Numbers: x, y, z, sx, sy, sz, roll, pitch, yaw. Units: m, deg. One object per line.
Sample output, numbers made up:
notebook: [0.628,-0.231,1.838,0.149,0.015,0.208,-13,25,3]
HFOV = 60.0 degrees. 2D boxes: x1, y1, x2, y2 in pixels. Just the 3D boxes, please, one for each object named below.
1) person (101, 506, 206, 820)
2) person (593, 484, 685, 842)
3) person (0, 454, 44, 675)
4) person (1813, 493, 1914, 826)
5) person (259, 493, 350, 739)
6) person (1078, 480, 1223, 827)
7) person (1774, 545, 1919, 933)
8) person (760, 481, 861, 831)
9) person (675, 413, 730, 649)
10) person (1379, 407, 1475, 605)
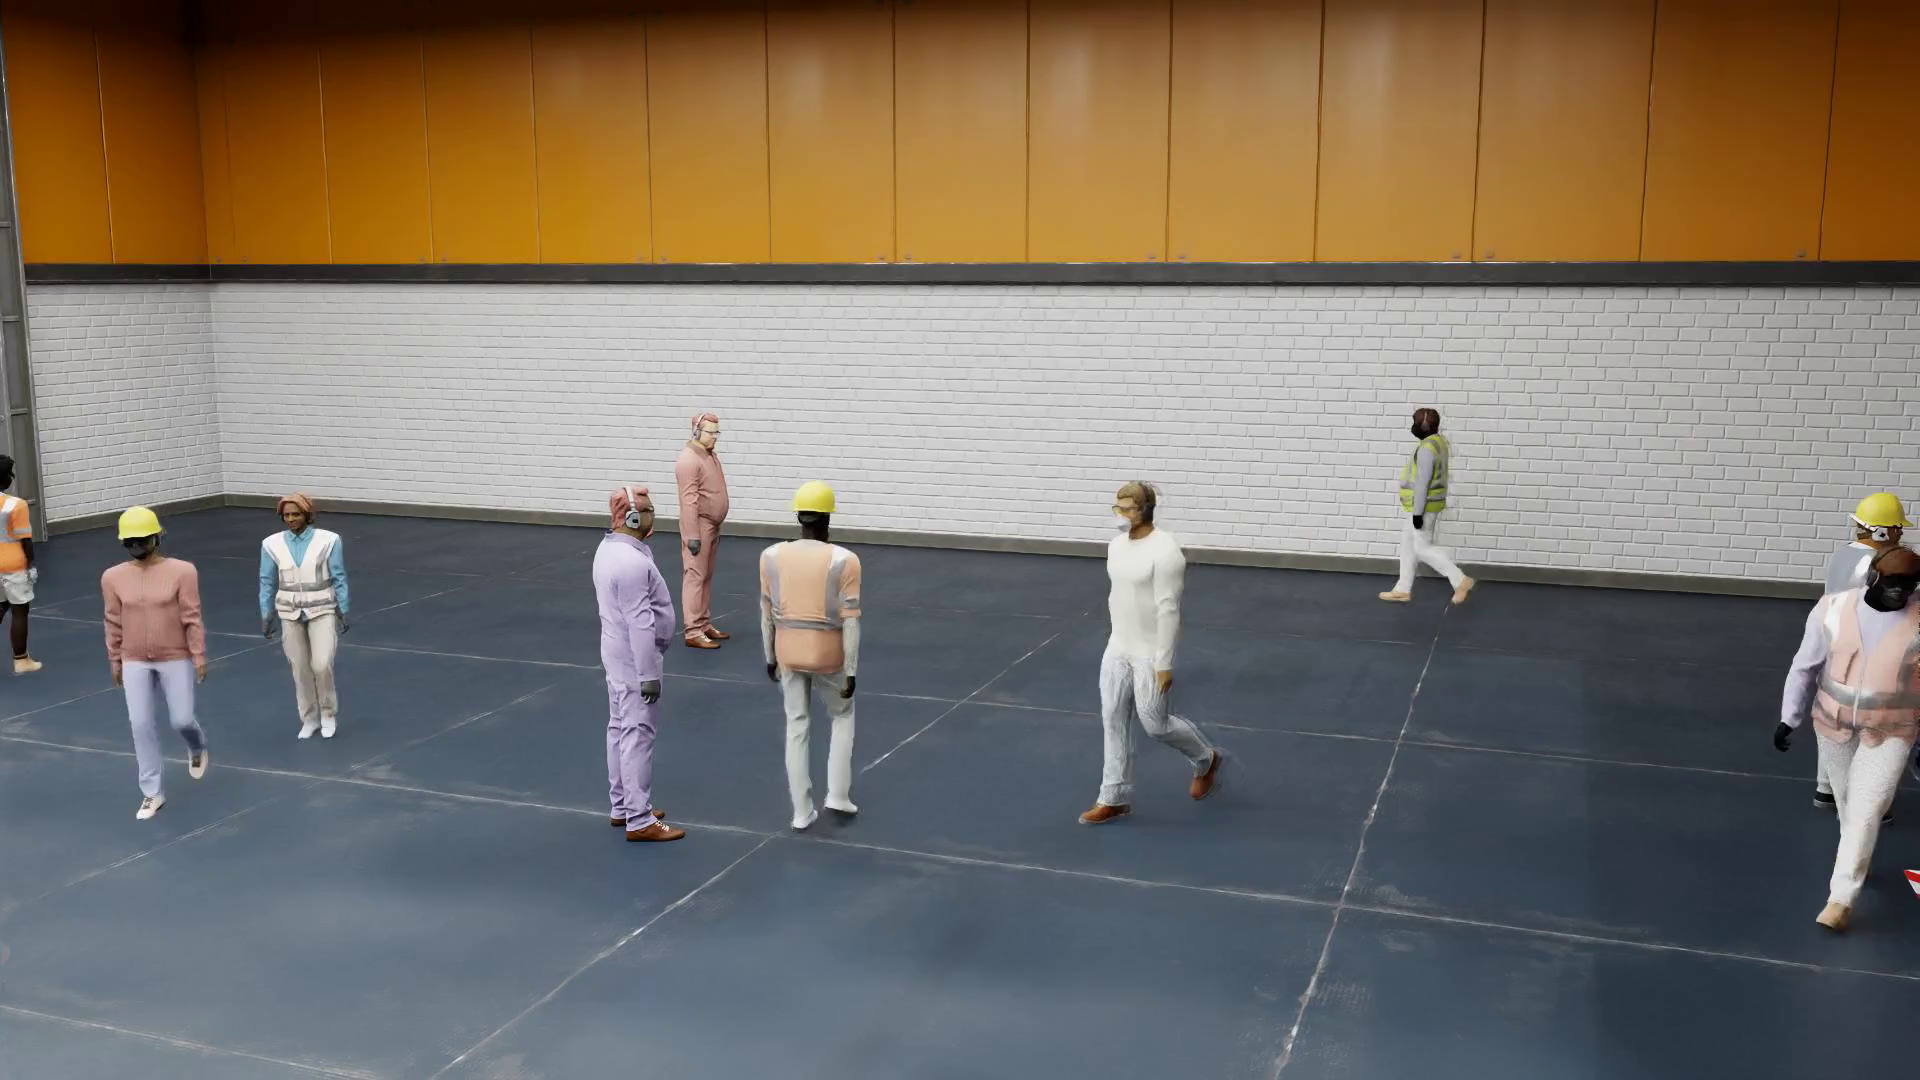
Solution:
person: [-4.526,0.655,9.415,0.534,1.750,0.599,-2,9,-10]
person: [-1.726,0.653,8.921,0.410,1.912,0.643,-4,10,-25]
person: [-7.161,0.198,12.434,0.552,1.683,0.413,2,9,10]
person: [5.009,0.645,9.211,0.404,1.830,0.601,1,9,3]
person: [-4.233,0.502,10.746,0.540,1.621,0.435,-1,9,-6]
person: [1.059,0.610,9.188,0.842,1.919,0.635,-6,11,-32]
person: [4.275,0.893,7.863,1.015,1.782,0.636,-9,13,-44]
person: [-0.799,0.628,9.098,0.590,1.910,0.532,2,9,10]
person: [-2.071,-0.083,13.519,0.399,1.902,0.643,1,9,7]
person: [4.280,-0.300,15.129,0.796,1.816,0.633,4,10,22]
